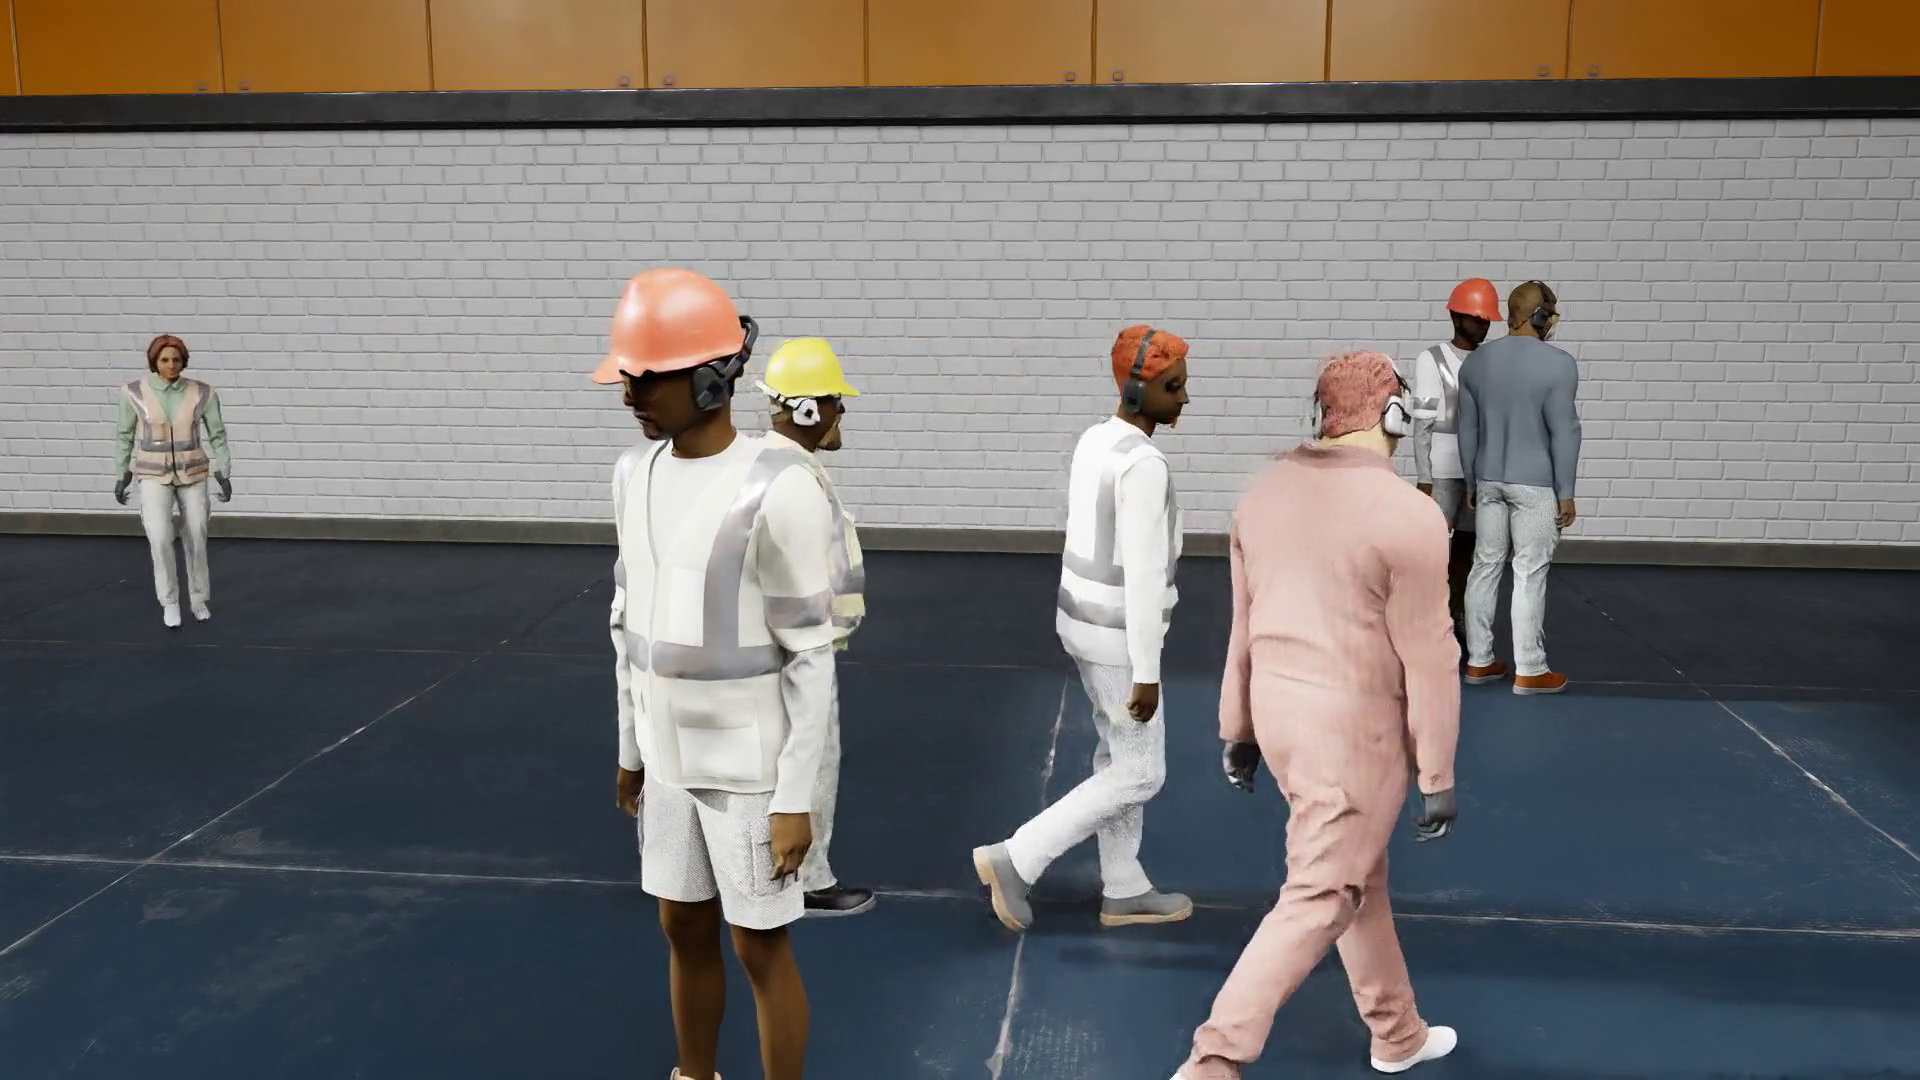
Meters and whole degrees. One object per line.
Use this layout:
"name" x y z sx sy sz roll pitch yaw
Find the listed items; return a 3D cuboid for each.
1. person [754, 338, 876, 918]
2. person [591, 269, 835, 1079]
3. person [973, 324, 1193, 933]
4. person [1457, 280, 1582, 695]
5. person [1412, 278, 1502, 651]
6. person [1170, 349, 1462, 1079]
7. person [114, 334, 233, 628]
"person" -0.551 0.293 5.100 0.524 1.818 0.591 -2 10 -12
"person" -0.538 0.460 3.494 0.609 2.035 0.404 9 13 40
"person" 0.399 0.300 4.890 0.674 1.868 0.602 -3 10 -15
"person" 2.621 -0.244 7.822 0.370 1.934 0.627 -7 12 -36
"person" 2.549 -0.357 8.463 0.543 1.935 0.366 -5 11 -26
"person" 0.858 0.474 3.966 0.957 1.854 0.667 -5 11 -27
"person" -4.321 -0.318 9.145 0.598 1.612 0.584 -5 11 -28
